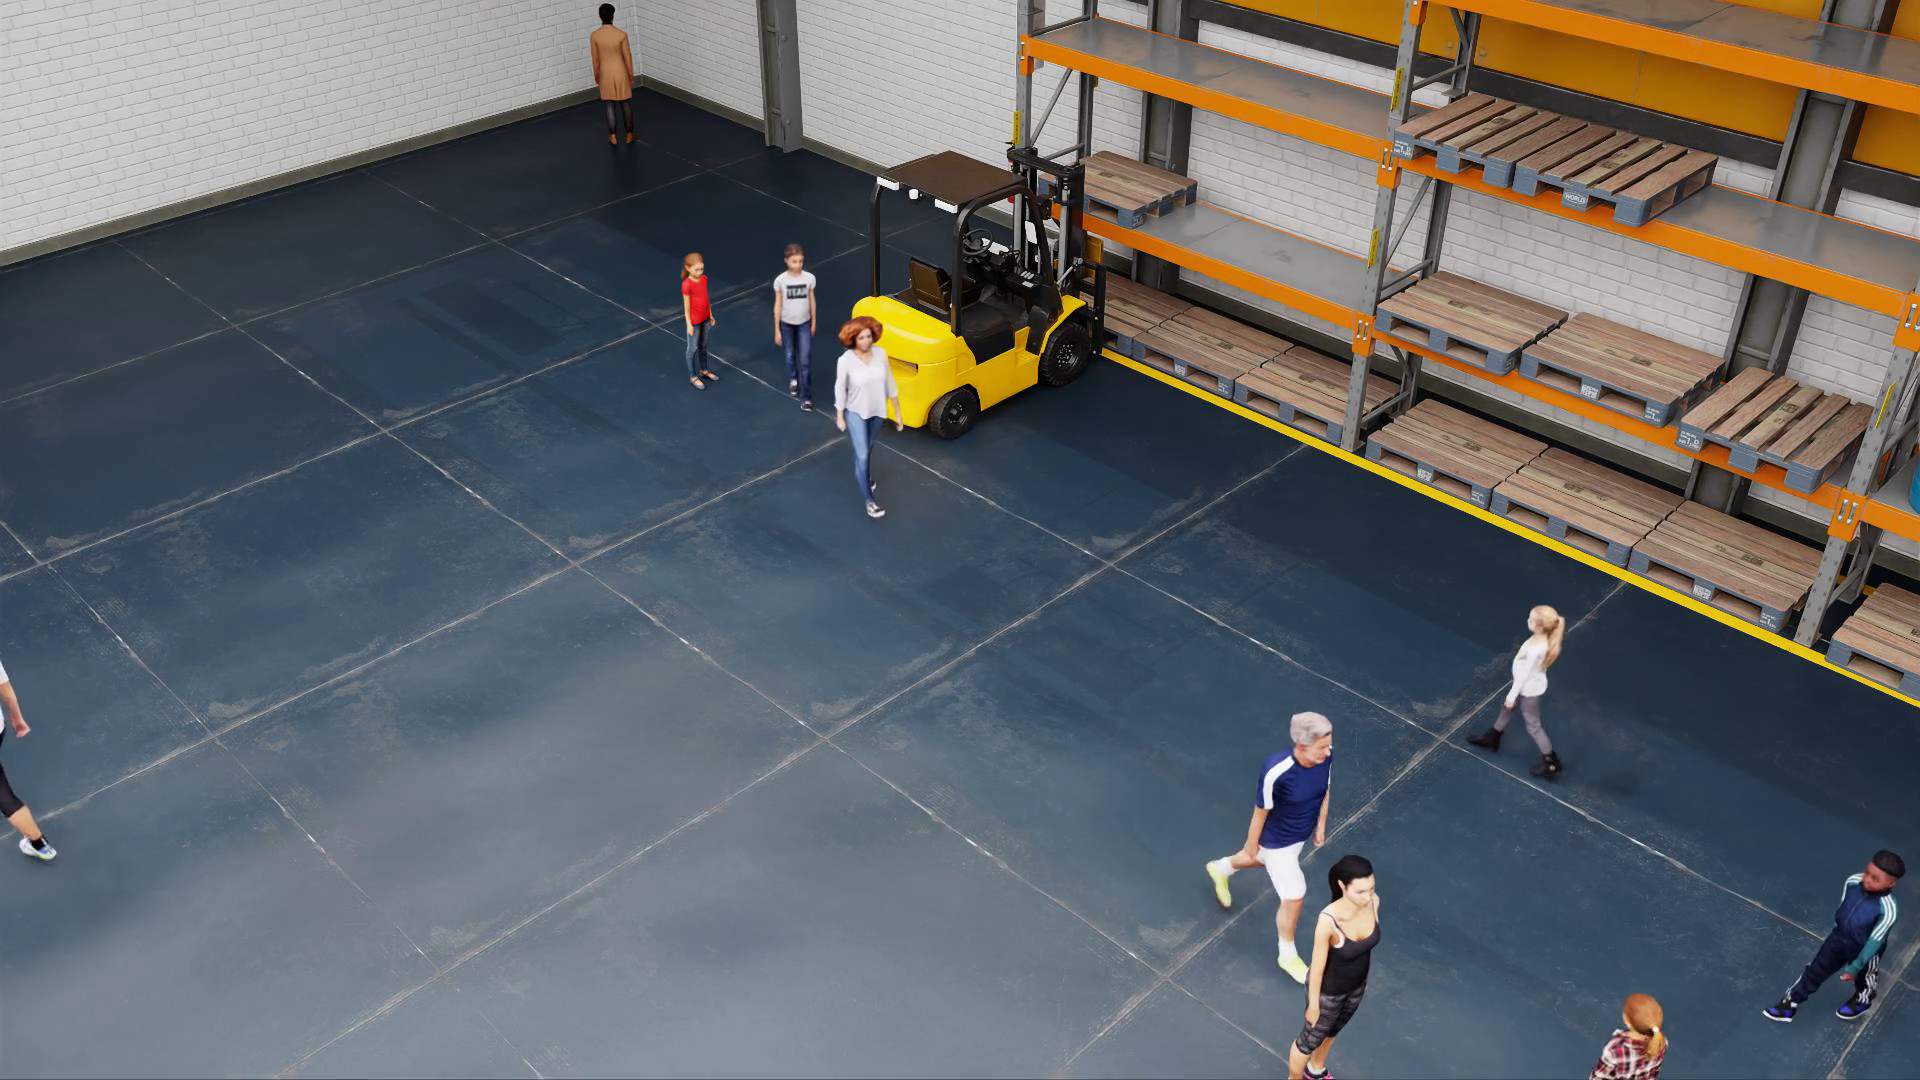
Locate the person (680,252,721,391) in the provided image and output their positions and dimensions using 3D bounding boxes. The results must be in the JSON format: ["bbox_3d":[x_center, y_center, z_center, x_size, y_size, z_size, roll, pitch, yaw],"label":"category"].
[{"bbox_3d":[-2.435,-2.050,15.381,0.544,1.308,0.527,20,39,27],"label":"person"}]

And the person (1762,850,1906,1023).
[{"bbox_3d":[4.950,2.193,9.078,0.820,1.219,0.916,-11,35,-16],"label":"person"}]

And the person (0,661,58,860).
[{"bbox_3d":[-5.892,1.203,10.036,1.257,1.805,0.855,19,38,26],"label":"person"}]

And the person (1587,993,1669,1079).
[{"bbox_3d":[3.270,2.721,8.204,0.623,1.307,0.650,-7,34,-10],"label":"person"}]

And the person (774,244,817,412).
[{"bbox_3d":[-1.507,-1.992,15.099,0.951,1.523,1.074,-3,34,-5],"label":"person"}]

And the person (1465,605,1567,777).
[{"bbox_3d":[3.779,0.996,10.840,0.947,1.261,0.658,18,38,25],"label":"person"}]

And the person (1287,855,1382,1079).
[{"bbox_3d":[1.916,2.262,8.513,0.608,1.728,0.579,-21,39,-29],"label":"person"}]

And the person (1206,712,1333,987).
[{"bbox_3d":[1.769,1.615,9.430,0.670,1.790,1.219,-24,41,-32],"label":"person"}]

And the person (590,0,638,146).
[{"bbox_3d":[-4.294,-5.771,20.601,0.765,1.726,0.809,-4,34,-5],"label":"person"}]

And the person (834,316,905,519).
[{"bbox_3d":[-0.806,-1.097,13.617,0.848,1.674,1.163,-18,38,-25],"label":"person"}]
